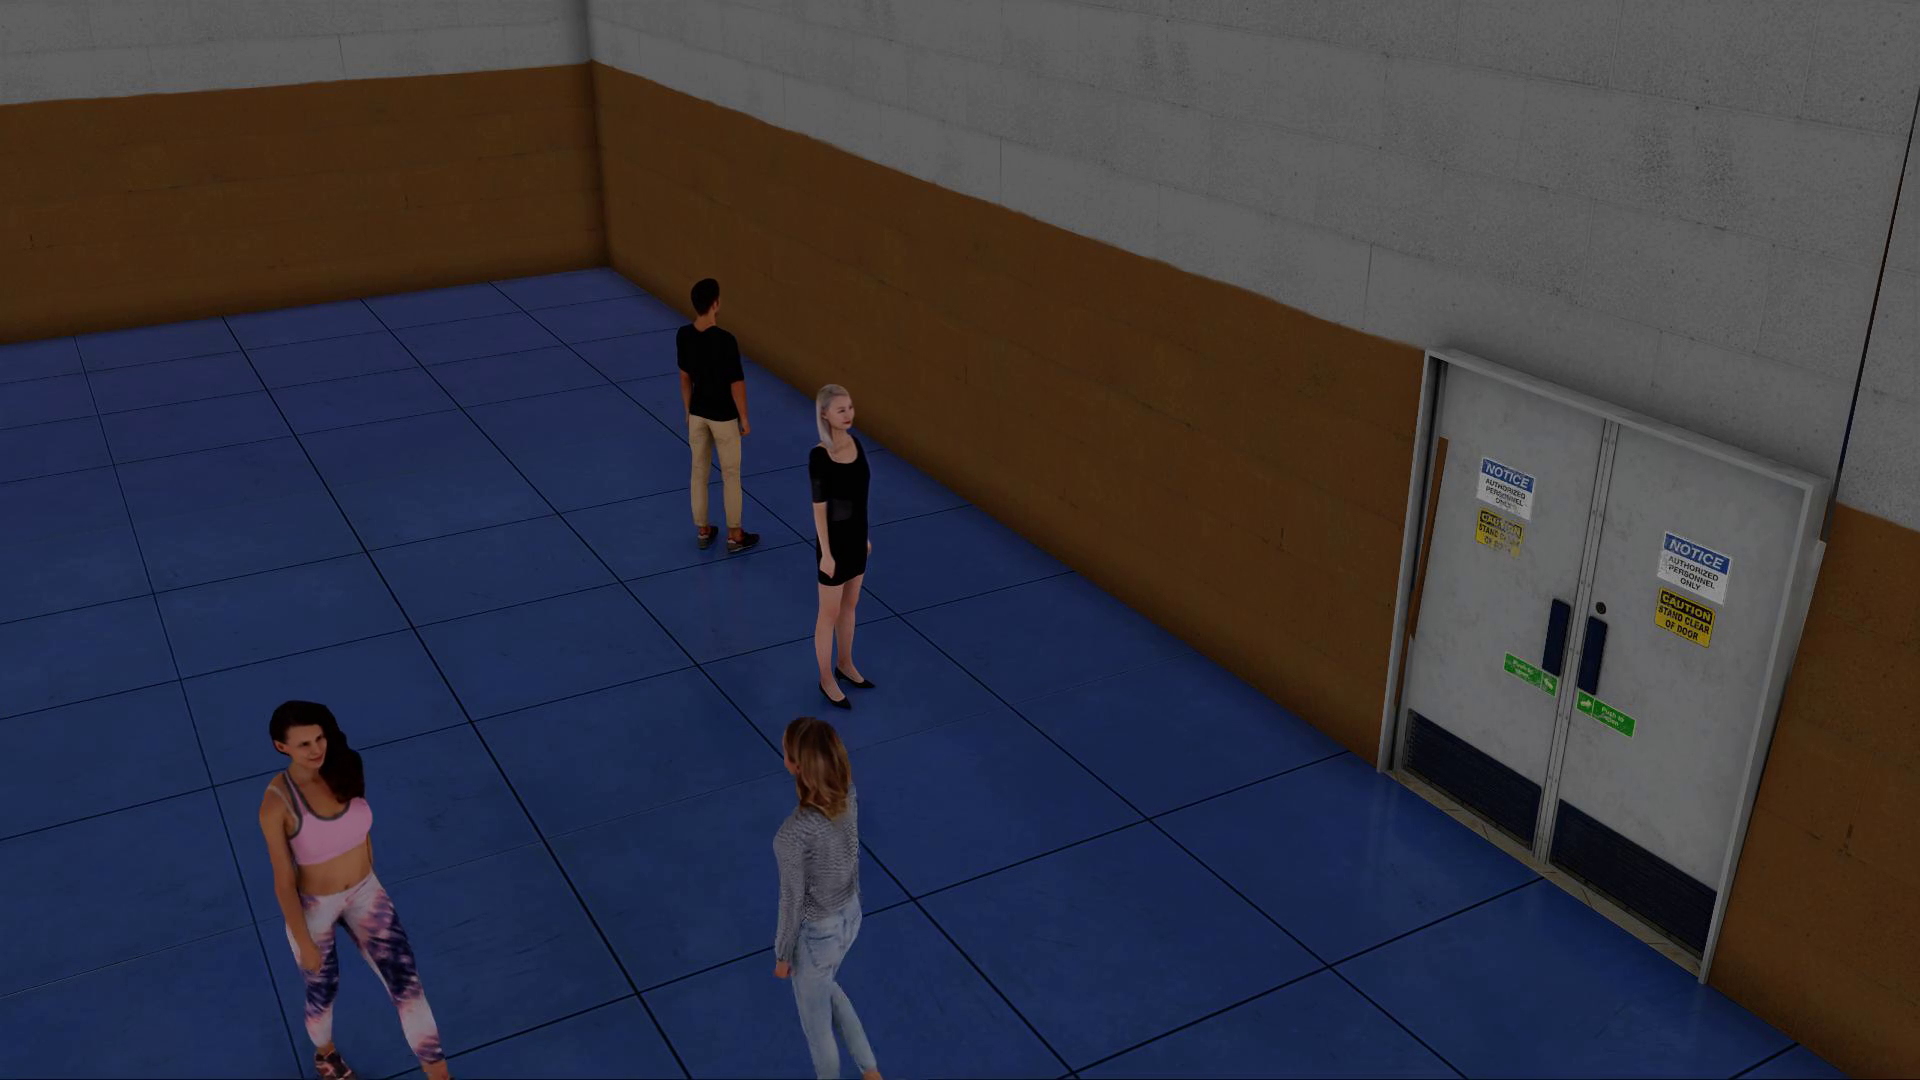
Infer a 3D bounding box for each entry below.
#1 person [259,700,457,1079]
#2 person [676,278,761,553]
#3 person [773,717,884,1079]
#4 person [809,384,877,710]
[{"bbox_3d":[-2.379,1.368,6.193,0.927,1.731,1.084,16,28,32],"label":"person"},{"bbox_3d":[-1.628,-0.821,11.006,0.705,1.859,0.730,10,25,21],"label":"person"},{"bbox_3d":[-0.422,1.437,5.967,0.837,1.787,0.794,13,27,27],"label":"person"},{"bbox_3d":[-0.659,0.026,9.138,0.713,1.829,0.600,13,27,27],"label":"person"}]
